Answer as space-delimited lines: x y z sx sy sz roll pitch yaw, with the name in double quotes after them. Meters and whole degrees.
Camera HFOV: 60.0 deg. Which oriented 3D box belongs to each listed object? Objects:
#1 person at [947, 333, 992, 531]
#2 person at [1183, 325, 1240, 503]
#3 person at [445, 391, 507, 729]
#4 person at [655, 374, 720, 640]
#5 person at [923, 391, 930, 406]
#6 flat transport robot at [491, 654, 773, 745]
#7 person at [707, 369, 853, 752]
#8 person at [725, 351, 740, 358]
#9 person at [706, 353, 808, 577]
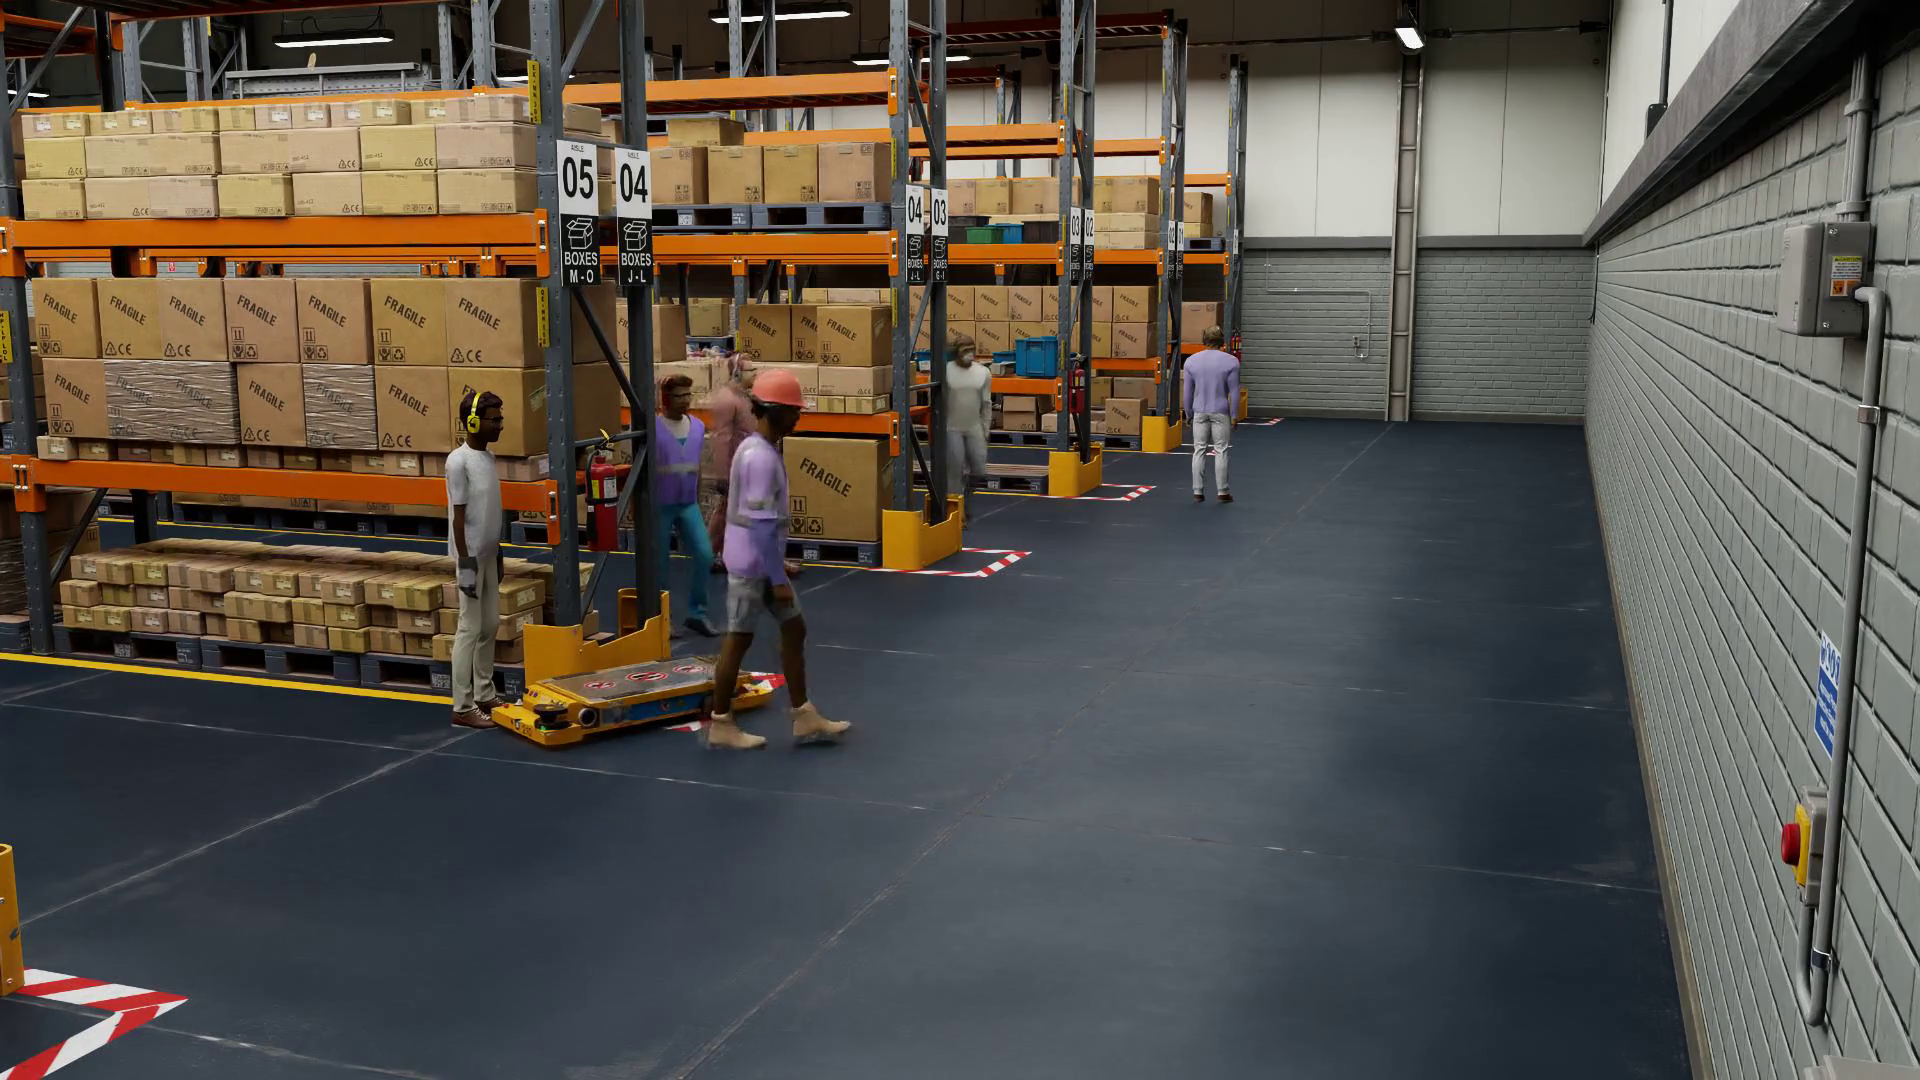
0.019 -1.054 16.275 0.640 1.928 0.476 -4 10 -21 "person"
2.743 -1.365 18.158 0.629 1.940 0.378 4 10 23 "person"
-2.656 0.110 9.211 0.325 1.860 0.515 1 9 9 "person"
-1.914 -0.210 11.310 0.605 1.823 0.568 9 13 44 "person"
-0.716 -2.657 26.107 0.790 1.997 0.419 1 9 9 "person"
-1.830 0.875 9.365 1.431 0.197 0.652 -8 12 -40 "flat transport robot"
-0.933 0.123 8.641 0.876 2.005 0.616 0 9 3 "person"
-2.294 -1.226 18.149 0.661 1.670 0.321 1 9 6 "person"
-1.766 -0.607 13.693 0.986 1.852 0.664 1 9 7 "person"
